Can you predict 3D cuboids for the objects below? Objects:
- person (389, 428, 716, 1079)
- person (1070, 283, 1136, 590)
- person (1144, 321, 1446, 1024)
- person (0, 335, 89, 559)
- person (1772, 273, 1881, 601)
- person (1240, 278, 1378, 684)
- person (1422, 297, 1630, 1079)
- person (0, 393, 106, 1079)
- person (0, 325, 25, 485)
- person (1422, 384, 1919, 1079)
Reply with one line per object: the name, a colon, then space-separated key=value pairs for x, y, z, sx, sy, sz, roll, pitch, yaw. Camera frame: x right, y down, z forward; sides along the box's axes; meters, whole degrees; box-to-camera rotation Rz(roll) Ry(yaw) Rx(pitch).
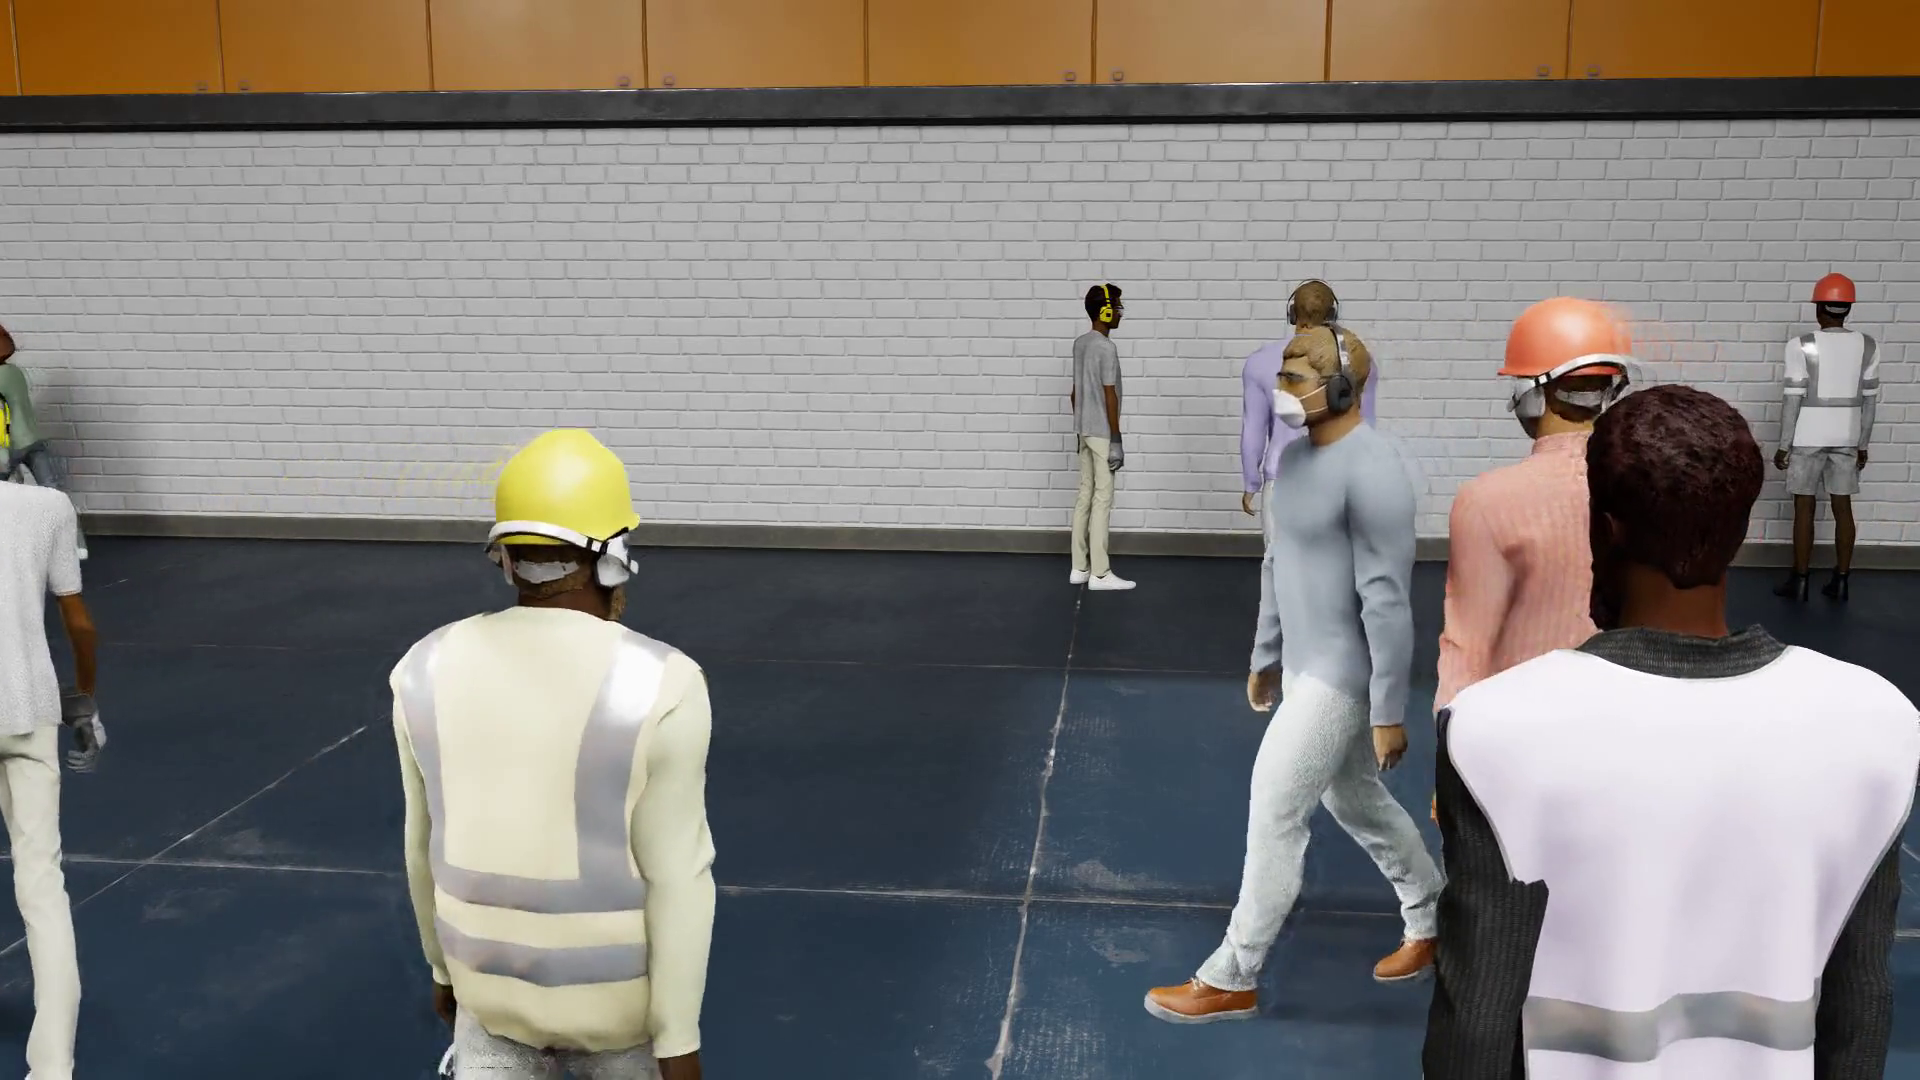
person: x=-0.687 y=0.719 z=2.732 sx=0.606 sy=1.795 sz=0.915 roll=3 pitch=10 yaw=18
person: x=0.864 y=-0.628 z=10.199 sx=0.325 sy=1.871 sz=0.524 roll=-4 pitch=11 yaw=-23
person: x=1.033 y=0.358 z=4.506 sx=0.988 sy=1.904 sz=0.646 roll=-1 pitch=10 yaw=-6
person: x=-6.224 y=-0.609 z=10.956 sx=0.766 sy=1.570 sz=0.526 roll=0 pitch=10 yaw=-2
person: x=5.103 y=-0.601 z=9.847 sx=0.548 sy=1.937 sz=0.379 roll=1 pitch=10 yaw=3
person: x=1.650 y=-0.267 z=7.930 sx=0.631 sy=1.938 sz=0.362 roll=2 pitch=10 yaw=11
person: x=1.363 y=0.458 z=3.691 sx=0.630 sy=1.978 sz=0.686 roll=-4 pitch=11 yaw=-19
person: x=-2.416 y=0.457 z=4.134 sx=0.555 sy=1.812 sz=0.989 roll=-8 pitch=13 yaw=-40
person: x=-6.565 y=-0.685 z=11.343 sx=0.326 sy=1.594 sz=0.535 roll=-8 pitch=13 yaw=-39
person: x=0.846 y=0.773 z=2.045 sx=0.597 sy=1.914 sz=0.373 roll=-1 pitch=10 yaw=-7
